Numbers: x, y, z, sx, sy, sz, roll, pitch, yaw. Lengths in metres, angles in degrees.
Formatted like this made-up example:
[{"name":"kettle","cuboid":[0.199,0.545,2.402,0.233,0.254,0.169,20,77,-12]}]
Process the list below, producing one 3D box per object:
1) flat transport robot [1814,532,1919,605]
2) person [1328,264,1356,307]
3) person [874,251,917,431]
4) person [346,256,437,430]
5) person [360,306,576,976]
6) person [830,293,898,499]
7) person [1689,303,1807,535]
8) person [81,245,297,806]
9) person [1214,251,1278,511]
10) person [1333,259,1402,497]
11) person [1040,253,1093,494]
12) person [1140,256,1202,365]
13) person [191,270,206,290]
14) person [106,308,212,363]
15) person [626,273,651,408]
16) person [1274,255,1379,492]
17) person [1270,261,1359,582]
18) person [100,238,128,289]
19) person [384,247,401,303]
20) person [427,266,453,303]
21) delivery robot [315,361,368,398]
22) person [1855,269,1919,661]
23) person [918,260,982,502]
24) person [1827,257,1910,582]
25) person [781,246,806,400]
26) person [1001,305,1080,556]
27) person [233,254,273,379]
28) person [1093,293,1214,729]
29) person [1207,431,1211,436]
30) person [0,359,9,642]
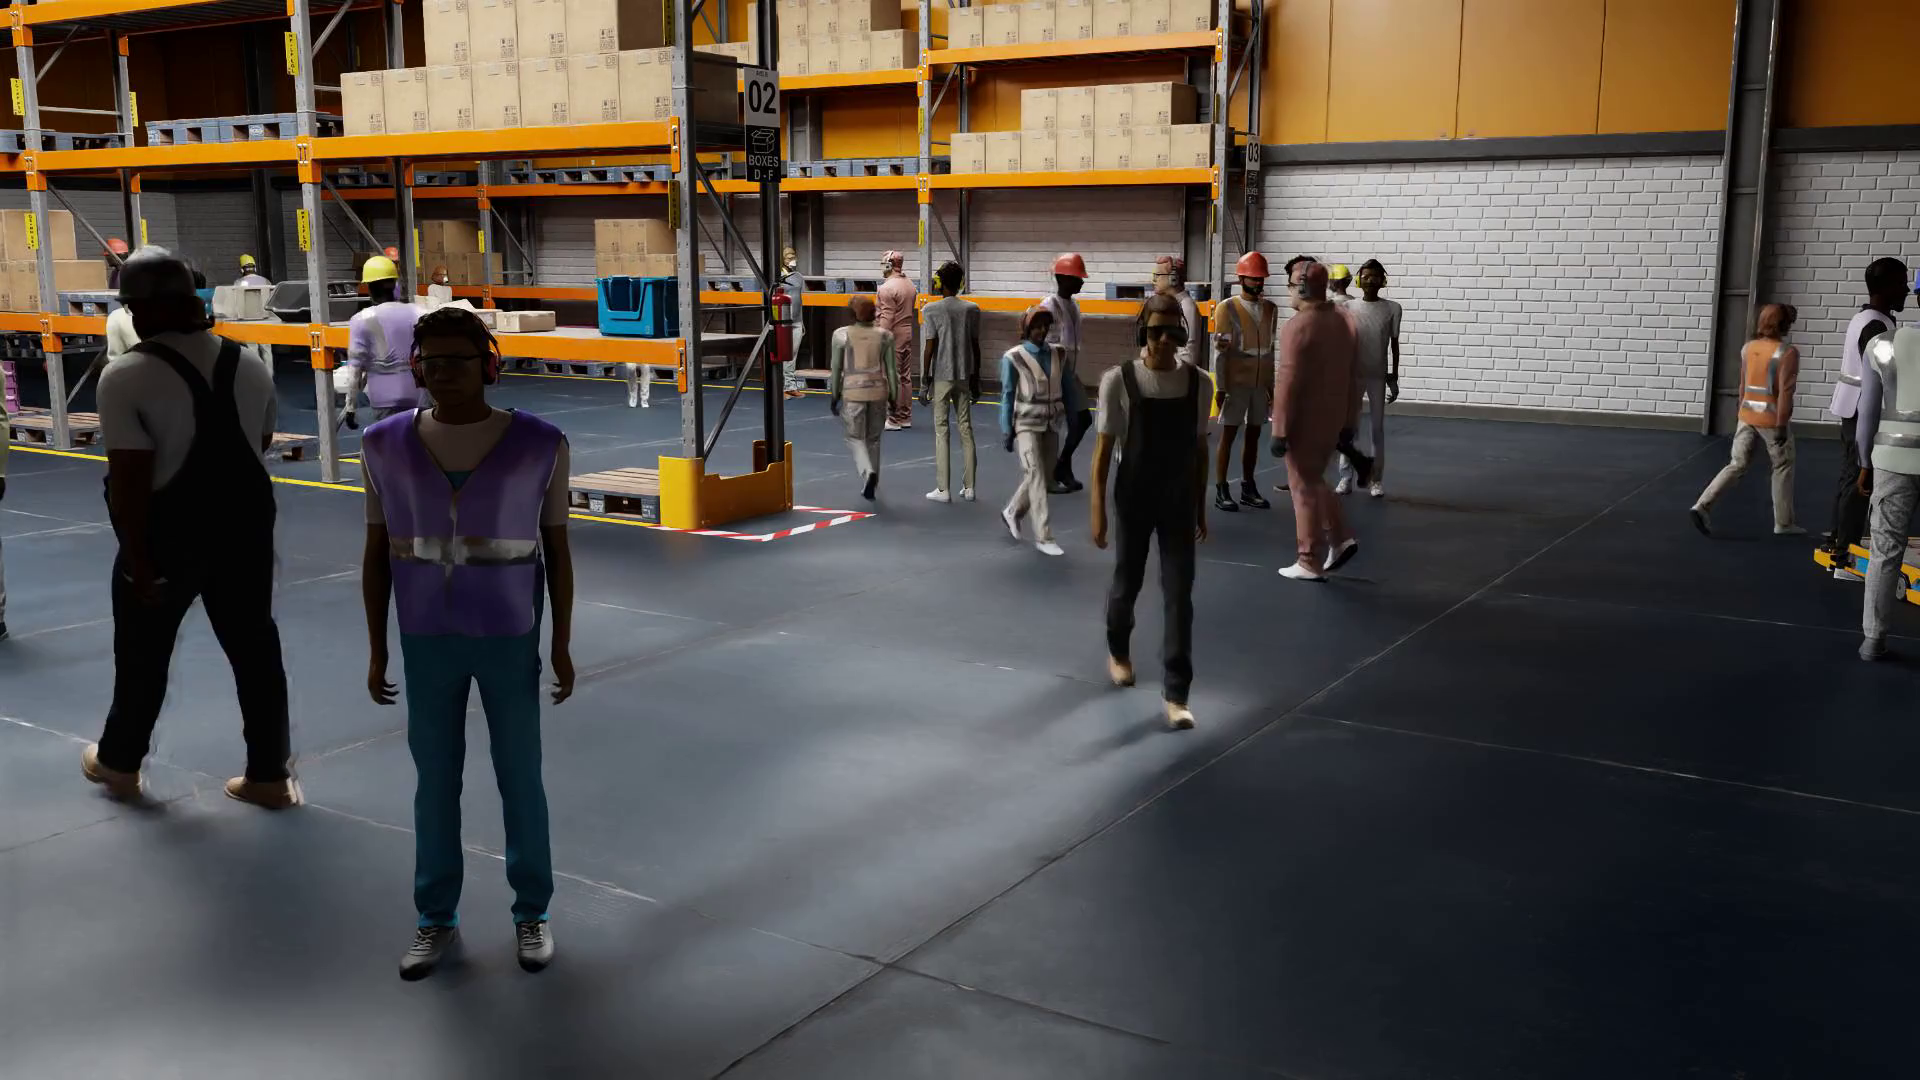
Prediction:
[{"name":"flat transport robot","cuboid":[5.600,0.166,9.613,0.652,0.197,1.431,0,10,3]},{"name":"person","cuboid":[3.953,-1.984,17.382,0.323,1.769,0.523,9,14,41]},{"name":"person","cuboid":[-0.717,-2.112,17.706,0.409,1.909,0.640,4,11,23]},{"name":"person","cuboid":[-3.910,-0.974,11.378,0.570,1.905,0.630,8,13,38]},{"name":"person","cuboid":[-1.355,0.281,4.622,0.569,1.842,0.384,-1,10,-7]},{"name":"person","cuboid":[-0.724,-1.092,12.834,0.535,1.617,0.585,-3,11,-18]},{"name":"person","cuboid":[5.429,-0.811,11.343,0.810,1.608,0.523,-3,11,-15]},{"name":"person","cuboid":[-2.810,-0.063,5.981,0.955,2.000,0.700,7,12,33]},{"name":"person","cuboid":[2.163,-1.184,12.476,0.550,1.935,0.376,-5,11,-25]},{"name":"person","cuboid":[3.222,-1.278,13.173,0.514,1.876,0.328,3,11,17]},{"name":"person","cuboid":[0.815,-1.308,13.224,0.462,1.920,0.568,8,13,36]},{"name":"person","cuboid":[1.498,-1.087,12.022,0.404,1.911,0.636,-2,10,-9]},{"name":"person","cuboid":[-8.420,-2.144,18.480,0.321,1.693,0.537,-5,11,-24]},{"name":"person","cuboid":[-4.922,-0.812,10.314,0.616,1.979,0.482,-6,12,-29]},{"name":"person","cuboid":[-3.845,-2.387,19.994,0.522,1.617,0.424,-3,11,-15]},{"name":"person","cuboid":[2.906,-1.282,13.105,0.791,1.921,0.617,6,12,29]},{"name":"person","cuboid":[2.081,-0.697,9.869,0.682,1.898,0.418,-10,14,-44]},{"name":"person","cuboid":[-10.141,-2.624,20.171,0.615,2.038,0.395,8,13,38]},{"name":"person","cuboid":[-8.138,-3.233,23.880,0.417,1.928,0.548,2,10,12]},{"name":"person","cuboid":[-7.800,-3.293,25.028,0.277,1.629,0.497,5,11,26]},{"name":"delivery robot","cuboid":[-7.449,-1.930,20.183,0.707,0.478,0.477,-4,11,-20]},{"name":"person","cuboid":[4.574,-0.358,7.889,0.601,1.942,0.394,8,13,36]},{"name":"person","cuboid":[-0.076,-1.228,12.909,0.530,1.869,0.311,-5,11,-26]},{"name":"person","cuboid":[5.413,-0.715,9.935,0.393,1.919,0.589,4,11,21]},{"name":"person","cuboid":[-2.195,-2.754,21.173,0.355,1.938,0.637,7,12,32]},{"name":"person","cuboid":[0.479,-0.739,10.925,0.520,1.612,0.771,-7,13,-35]},{"name":"person","cuboid":[-9.723,-3.001,22.861,0.404,1.823,0.591,5,11,27]},{"name":"person","cuboid":[0.822,-0.165,7.209,0.522,1.813,0.929,-1,10,-7]},{"name":"person","cuboid":[2.145,-1.864,16.848,0.546,1.725,0.823,-10,14,-43]},{"name":"person","cuboid":[-5.024,-0.363,8.251,0.587,1.821,0.404,1,10,6]}]
